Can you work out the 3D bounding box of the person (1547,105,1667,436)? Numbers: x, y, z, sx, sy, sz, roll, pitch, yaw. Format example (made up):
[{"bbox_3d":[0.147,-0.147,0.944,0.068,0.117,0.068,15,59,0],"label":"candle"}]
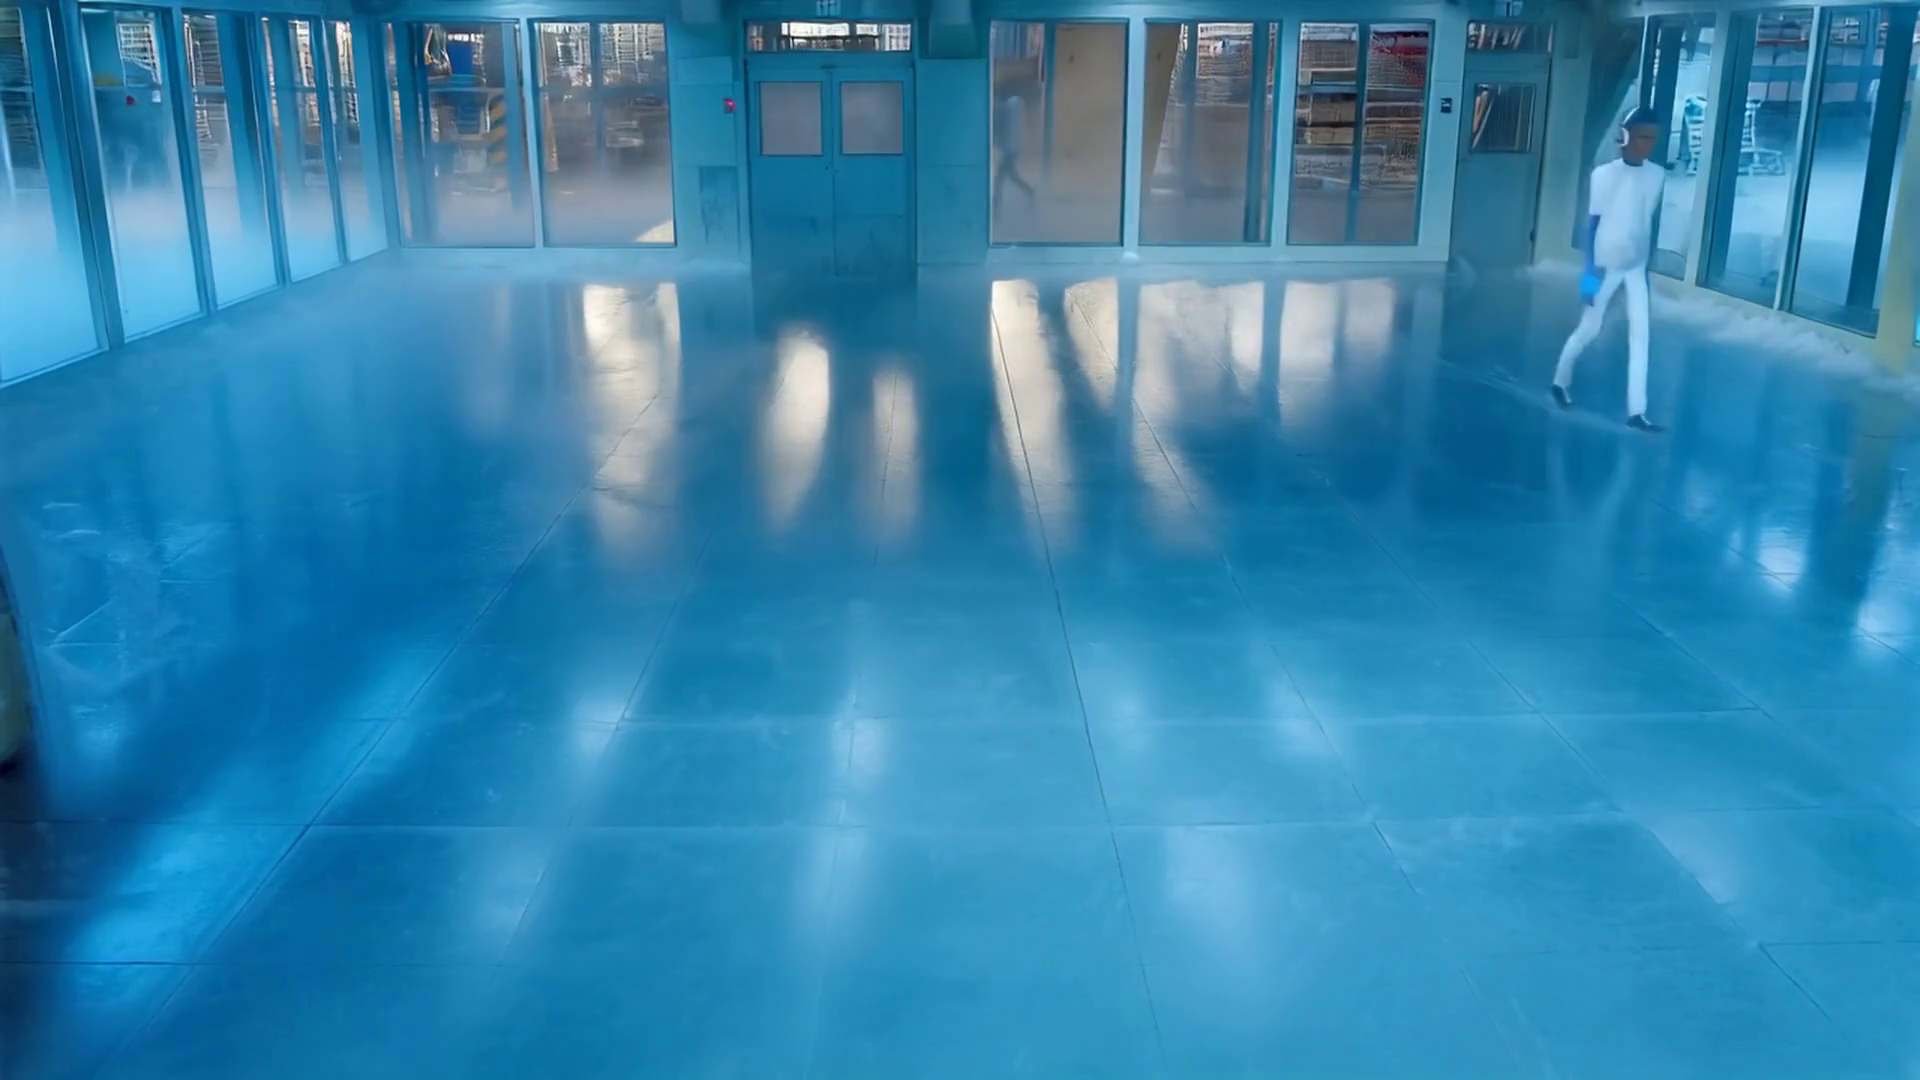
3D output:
[{"bbox_3d":[3.789,-1.581,9.619,0.525,1.830,0.963,-4,17,-14],"label":"person"}]
